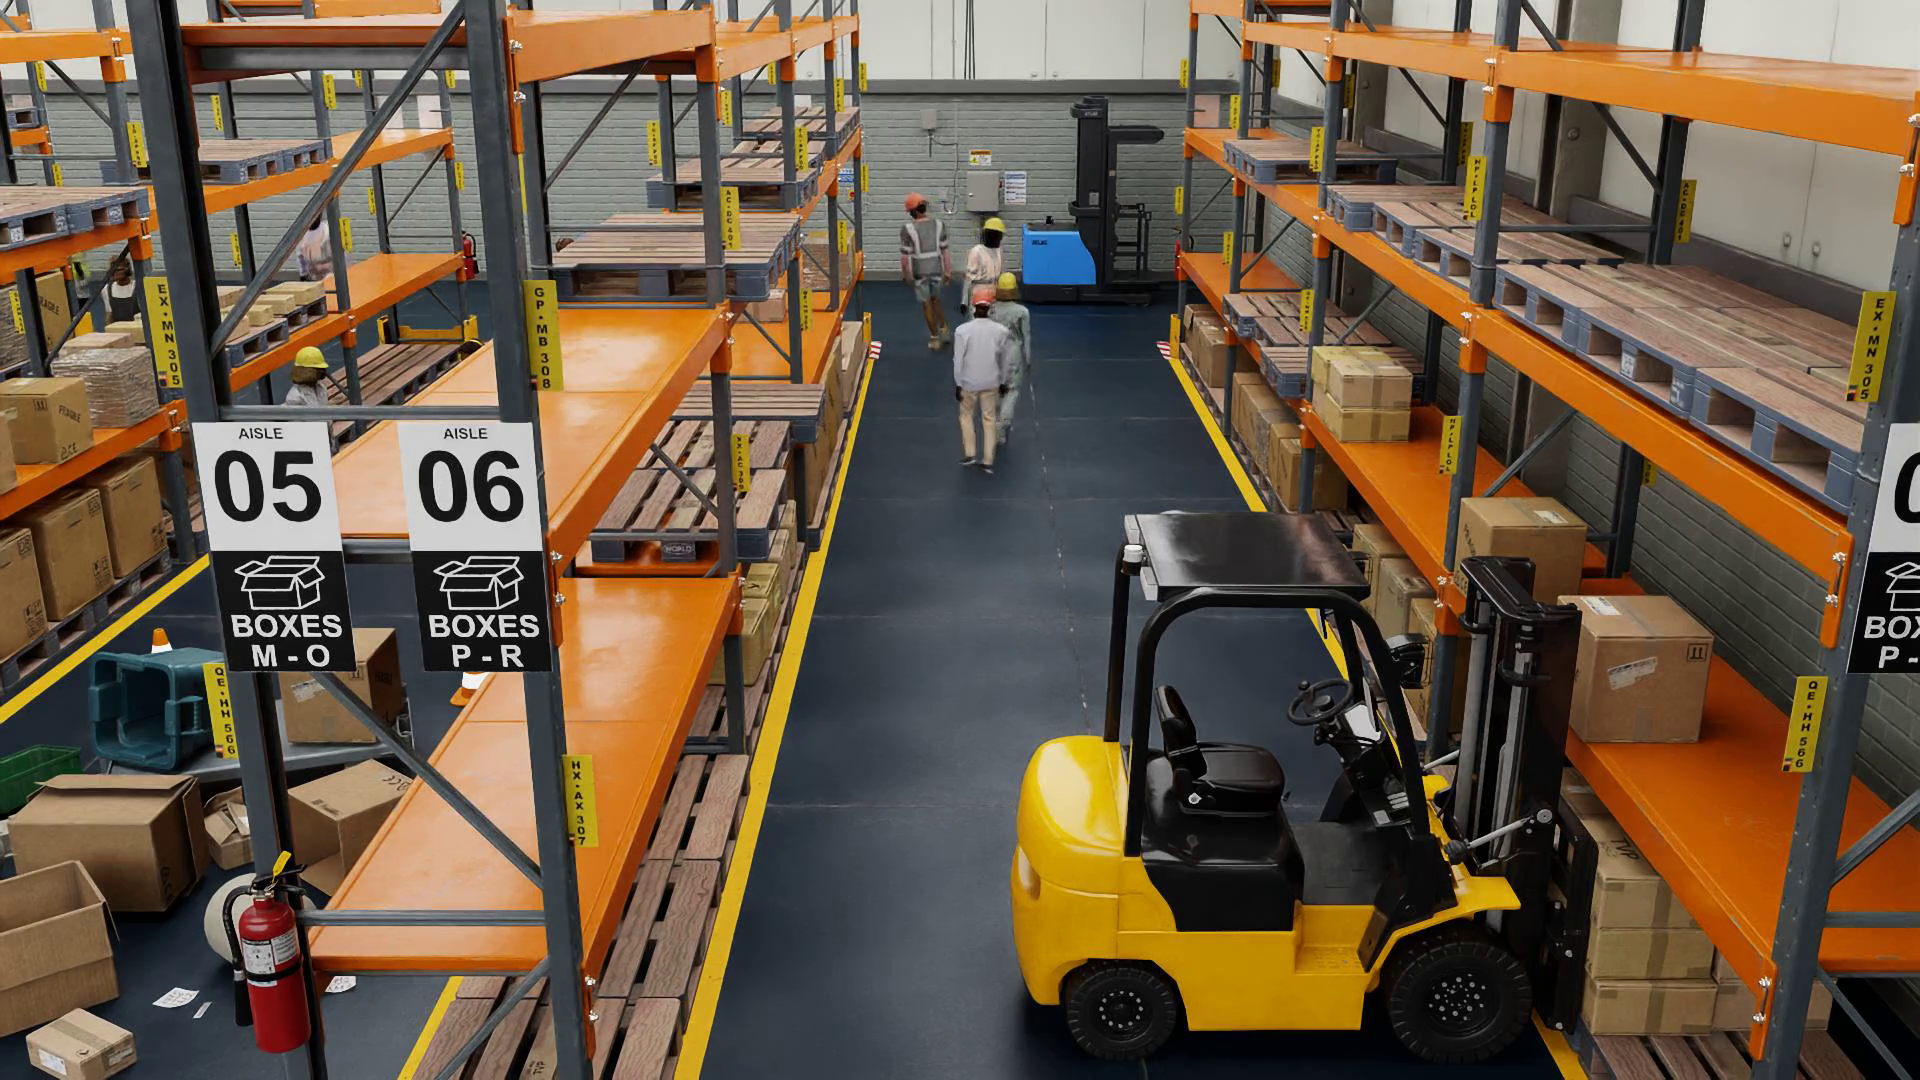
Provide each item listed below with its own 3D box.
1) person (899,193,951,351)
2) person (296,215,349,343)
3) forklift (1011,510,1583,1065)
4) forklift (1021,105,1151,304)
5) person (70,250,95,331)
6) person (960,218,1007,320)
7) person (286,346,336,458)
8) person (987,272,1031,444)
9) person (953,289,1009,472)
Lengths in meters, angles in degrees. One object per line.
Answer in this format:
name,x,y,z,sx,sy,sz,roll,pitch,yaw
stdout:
person,-0.457,-3.400,21.168,0.655,1.987,0.581,-9,20,-25
person,-8.396,-3.551,21.987,0.660,1.778,1.035,6,19,17
forklift,1.387,1.055,7.378,2.313,2.155,1.214,0,18,0
forklift,1.857,-4.944,24.441,1.873,2.768,1.129,0,18,0
person,-11.629,-3.493,21.963,0.344,1.658,0.657,-9,20,-24
person,0.251,-2.848,19.696,0.376,1.869,0.761,14,23,37
person,-5.174,-0.701,13.410,0.323,1.737,0.484,4,19,12
person,0.451,-1.846,16.889,0.492,1.724,0.721,7,20,20
person,0.204,-1.516,15.886,0.585,1.715,0.564,-6,19,-16
